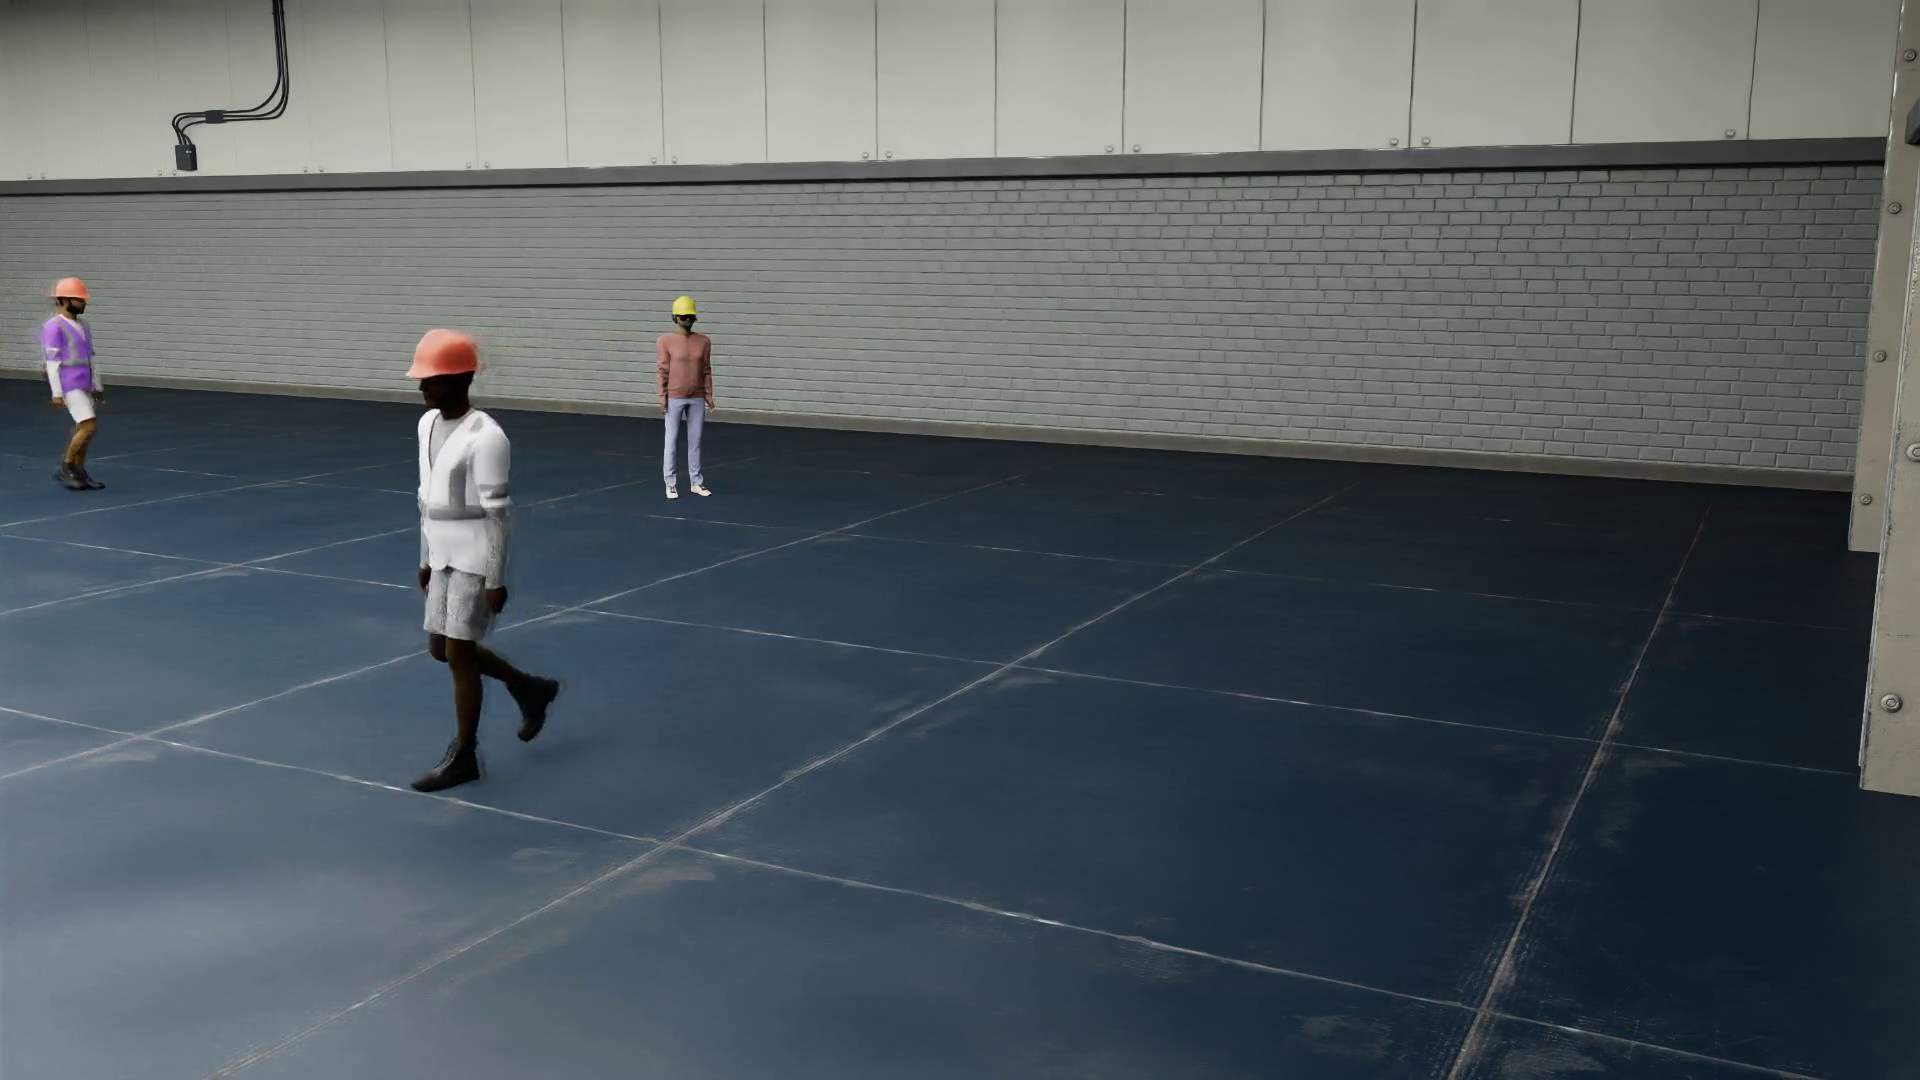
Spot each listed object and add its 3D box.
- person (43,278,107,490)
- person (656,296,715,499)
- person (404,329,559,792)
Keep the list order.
[{"bbox_3d":[-7.899,-1.377,14.895,0.419,1.922,0.553,-1,10,-3],"label":"person"},{"bbox_3d":[-2.401,-1.246,14.584,0.524,1.770,0.315,-7,12,-33],"label":"person"},{"bbox_3d":[-2.032,0.068,7.004,0.565,1.920,0.674,10,14,44],"label":"person"}]
